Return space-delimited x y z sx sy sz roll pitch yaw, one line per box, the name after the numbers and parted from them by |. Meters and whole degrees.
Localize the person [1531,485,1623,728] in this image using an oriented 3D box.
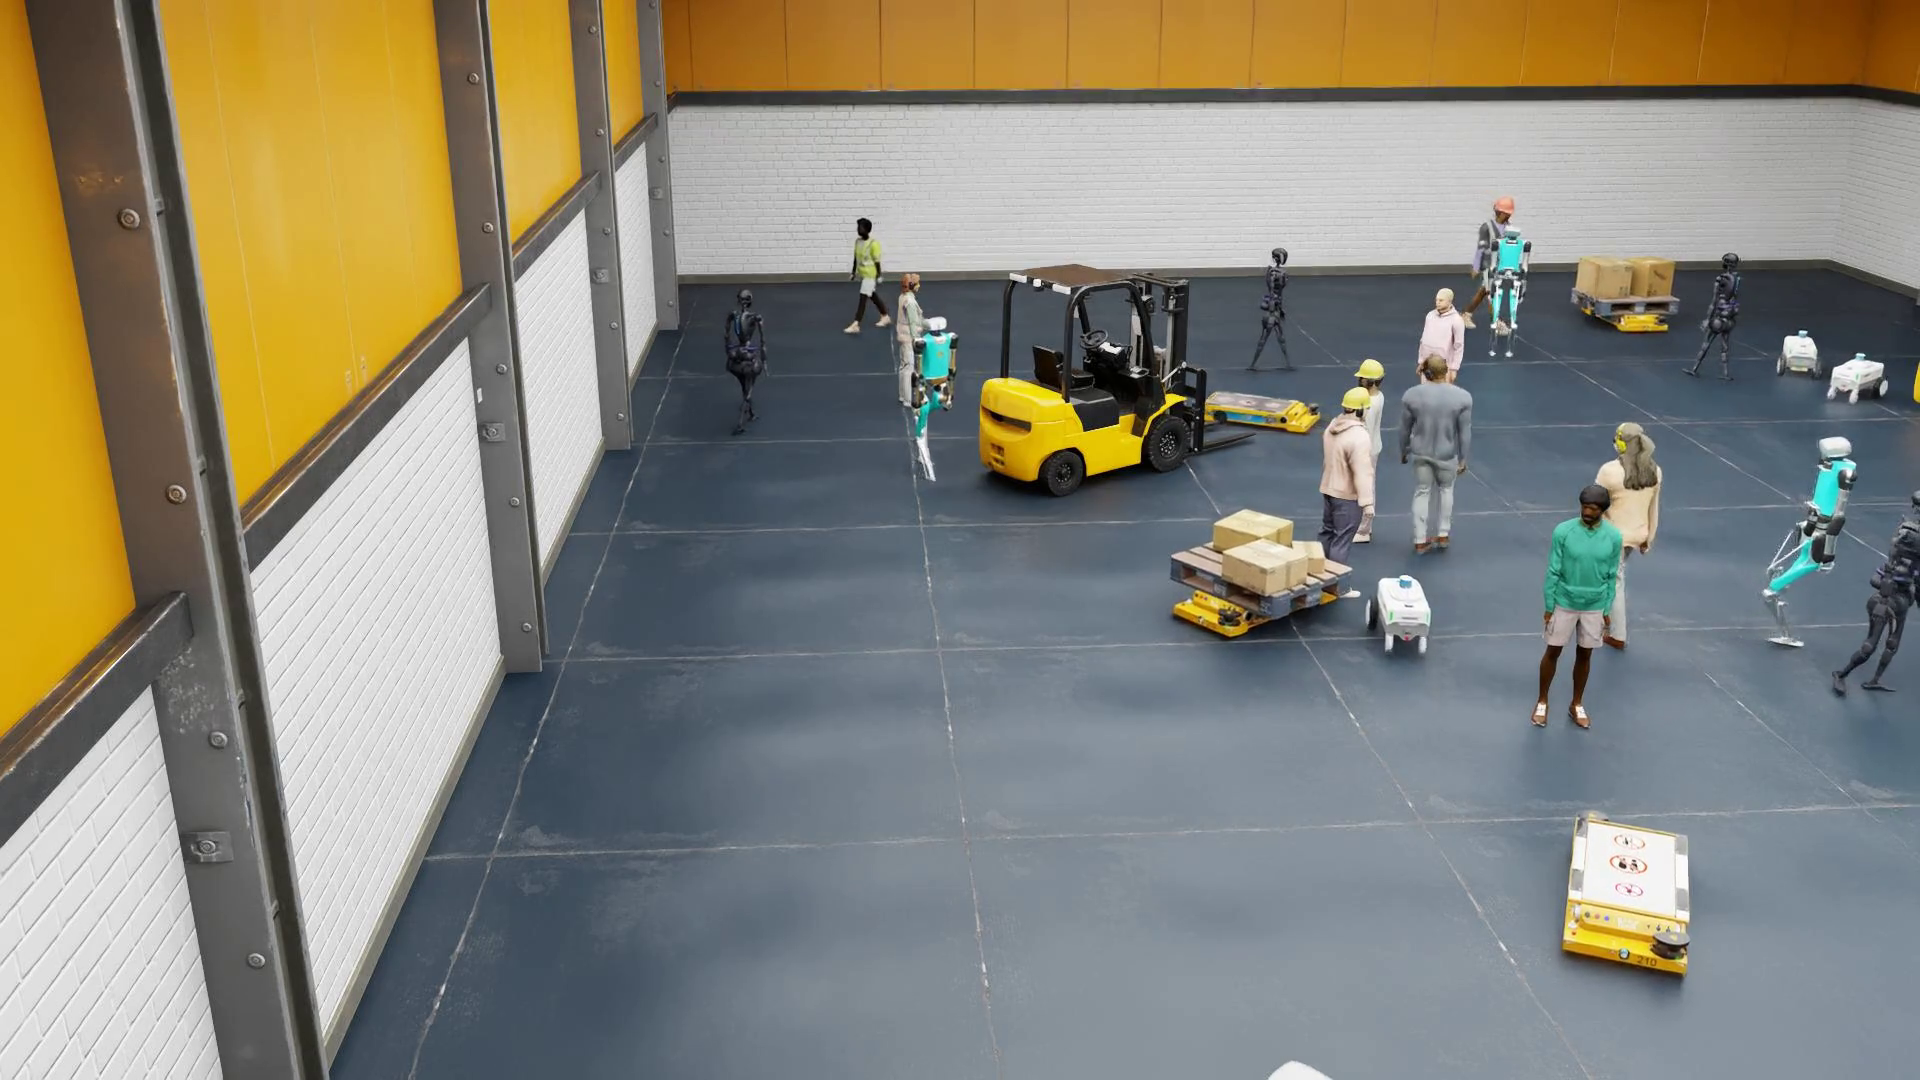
4.482 0.468 12.064 0.494 1.846 0.394 4 20 10 | person

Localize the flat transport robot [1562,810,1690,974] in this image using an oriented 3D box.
3.998 2.079 9.963 0.659 0.231 1.431 8 22 20 | flat transport robot

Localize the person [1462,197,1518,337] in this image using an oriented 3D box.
7.676 -3.940 23.894 0.618 1.971 1.094 -13 24 -31 | person

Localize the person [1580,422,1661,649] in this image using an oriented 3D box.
5.316 -0.086 13.597 0.540 1.838 0.881 -6 21 -16 | person

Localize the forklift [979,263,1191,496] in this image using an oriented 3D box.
1.315 -1.764 17.646 2.313 2.155 1.214 -14 24 -33 | forklift

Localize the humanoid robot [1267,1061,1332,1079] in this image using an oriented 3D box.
1.046 2.792 5.918 0.530 1.754 0.939 13 24 31 | humanoid robot

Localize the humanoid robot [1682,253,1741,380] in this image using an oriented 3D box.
9.820 -2.909 21.531 0.590 1.639 0.617 -14 24 -33 | humanoid robot

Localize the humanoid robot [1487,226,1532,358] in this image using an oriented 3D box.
7.428 -3.340 22.583 0.530 1.767 0.699 5 21 13 | humanoid robot

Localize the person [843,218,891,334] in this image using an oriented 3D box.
-1.341 -3.852 24.118 0.883 1.649 0.537 -13 24 -32 | person

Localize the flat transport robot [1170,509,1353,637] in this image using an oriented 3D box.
2.567 0.486 14.303 1.431 0.231 0.659 -15 25 -36 | flat transport robot

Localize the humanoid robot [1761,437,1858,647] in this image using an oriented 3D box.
6.707 0.070 13.364 0.678 1.845 0.545 3 20 7 | humanoid robot

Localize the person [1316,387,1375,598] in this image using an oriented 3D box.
3.335 -0.419 14.474 0.440 1.858 0.786 -4 21 -11 | person

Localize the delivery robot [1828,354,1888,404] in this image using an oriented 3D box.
11.189 -2.017 20.732 0.815 0.611 0.499 -15 25 -35 | delivery robot

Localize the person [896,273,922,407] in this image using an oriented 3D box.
-0.620 -2.439 20.291 0.313 1.634 0.515 -5 21 -12 | person

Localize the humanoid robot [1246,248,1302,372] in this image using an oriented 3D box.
4.164 -3.007 21.808 0.712 1.630 0.600 8 22 20 | humanoid robot

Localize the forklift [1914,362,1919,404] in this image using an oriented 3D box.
12.602 -2.435 19.475 2.313 2.155 1.214 -1 20 -4 | forklift

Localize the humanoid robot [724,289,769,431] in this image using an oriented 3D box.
-2.504 -2.110 19.400 0.615 1.623 0.780 10 22 25 | humanoid robot

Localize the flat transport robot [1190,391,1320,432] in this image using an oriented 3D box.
3.498 -1.528 19.789 1.431 0.231 0.659 10 22 24 | flat transport robot

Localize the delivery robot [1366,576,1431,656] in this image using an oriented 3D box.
3.627 0.588 13.633 0.499 0.610 0.813 2 20 6 | delivery robot

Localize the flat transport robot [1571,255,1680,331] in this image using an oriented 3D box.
9.878 -3.352 24.760 0.659 0.231 1.431 -2 20 -5 | flat transport robot

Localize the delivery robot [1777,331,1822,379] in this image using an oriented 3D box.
11.034 -2.430 21.855 0.499 0.610 0.804 7 21 19 | delivery robot

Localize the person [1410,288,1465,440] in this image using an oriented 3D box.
5.410 -1.958 18.764 0.399 1.783 0.533 -17 26 -39 | person

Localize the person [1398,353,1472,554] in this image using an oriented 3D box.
4.421 -0.825 15.487 0.655 1.902 0.627 9 22 23 | person

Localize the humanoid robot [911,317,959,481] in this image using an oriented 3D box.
-0.383 -1.529 17.683 0.537 1.772 0.906 -13 24 -31 | humanoid robot

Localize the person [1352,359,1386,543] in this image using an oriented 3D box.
3.833 -0.842 15.748 0.307 1.768 0.524 7 21 19 | person

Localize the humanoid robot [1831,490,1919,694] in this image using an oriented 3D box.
7.008 0.383 12.549 0.613 1.648 0.462 -13 24 -31 | humanoid robot
